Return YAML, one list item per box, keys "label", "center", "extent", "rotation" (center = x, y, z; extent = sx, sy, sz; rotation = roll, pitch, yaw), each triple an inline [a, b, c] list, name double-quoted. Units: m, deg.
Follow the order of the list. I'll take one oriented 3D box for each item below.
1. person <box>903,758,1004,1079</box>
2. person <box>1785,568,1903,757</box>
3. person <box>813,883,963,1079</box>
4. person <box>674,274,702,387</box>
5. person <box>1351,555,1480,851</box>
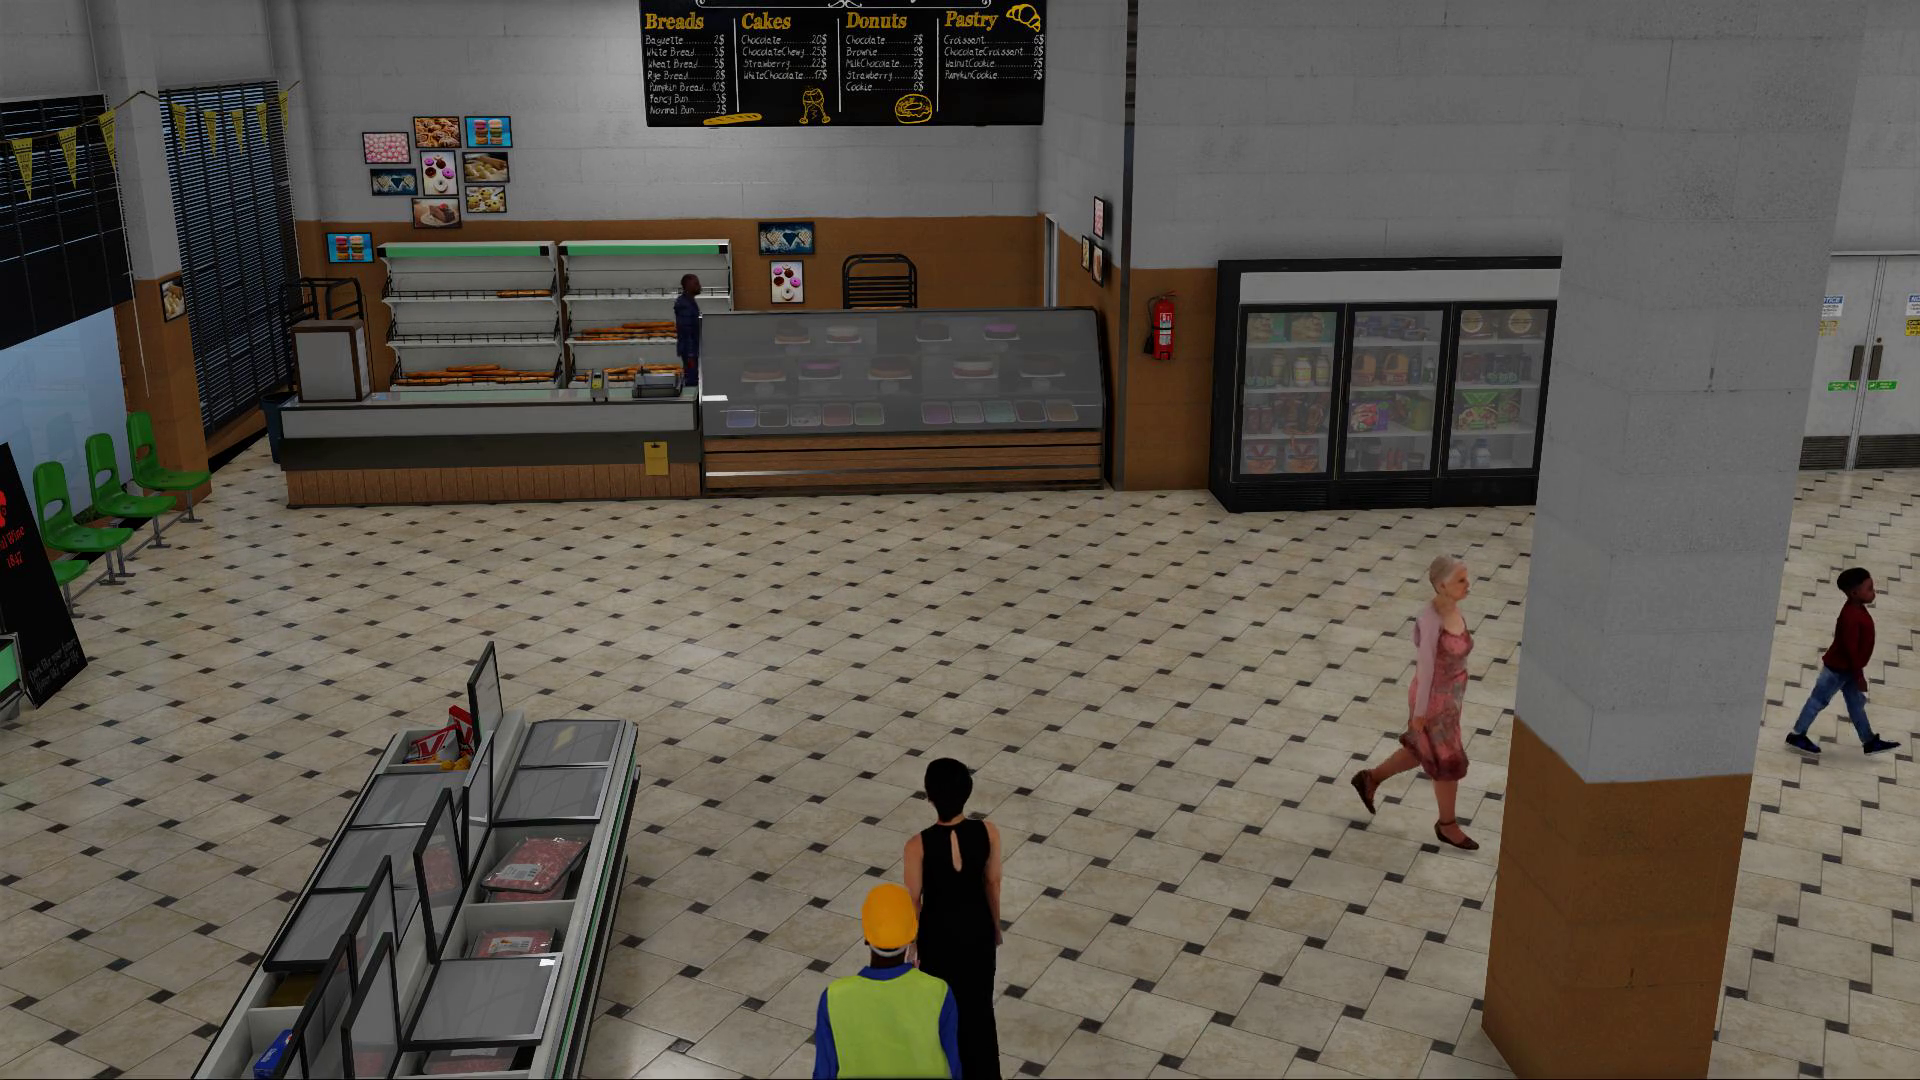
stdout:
- label: "person"
  center: [0.005, 1.680, 6.838]
  extent: [0.669, 1.586, 0.826]
  rotation: [-5, 18, -16]
- label: "person"
  center: [5.456, 0.780, 10.413]
  extent: [0.885, 1.230, 0.857]
  rotation: [12, 20, 33]
- label: "person"
  center: [-0.217, 1.976, 5.481]
  extent: [0.661, 1.809, 0.573]
  rotation: [0, 17, 0]
- label: "person"
  center: [-3.159, -2.142, 19.038]
  extent: [0.742, 1.812, 0.585]
  rotation: [-2, 17, -6]
- label: "person"
  center: [2.585, 0.891, 9.296]
  extent: [1.026, 1.667, 1.021]
  rotation: [11, 20, 32]
